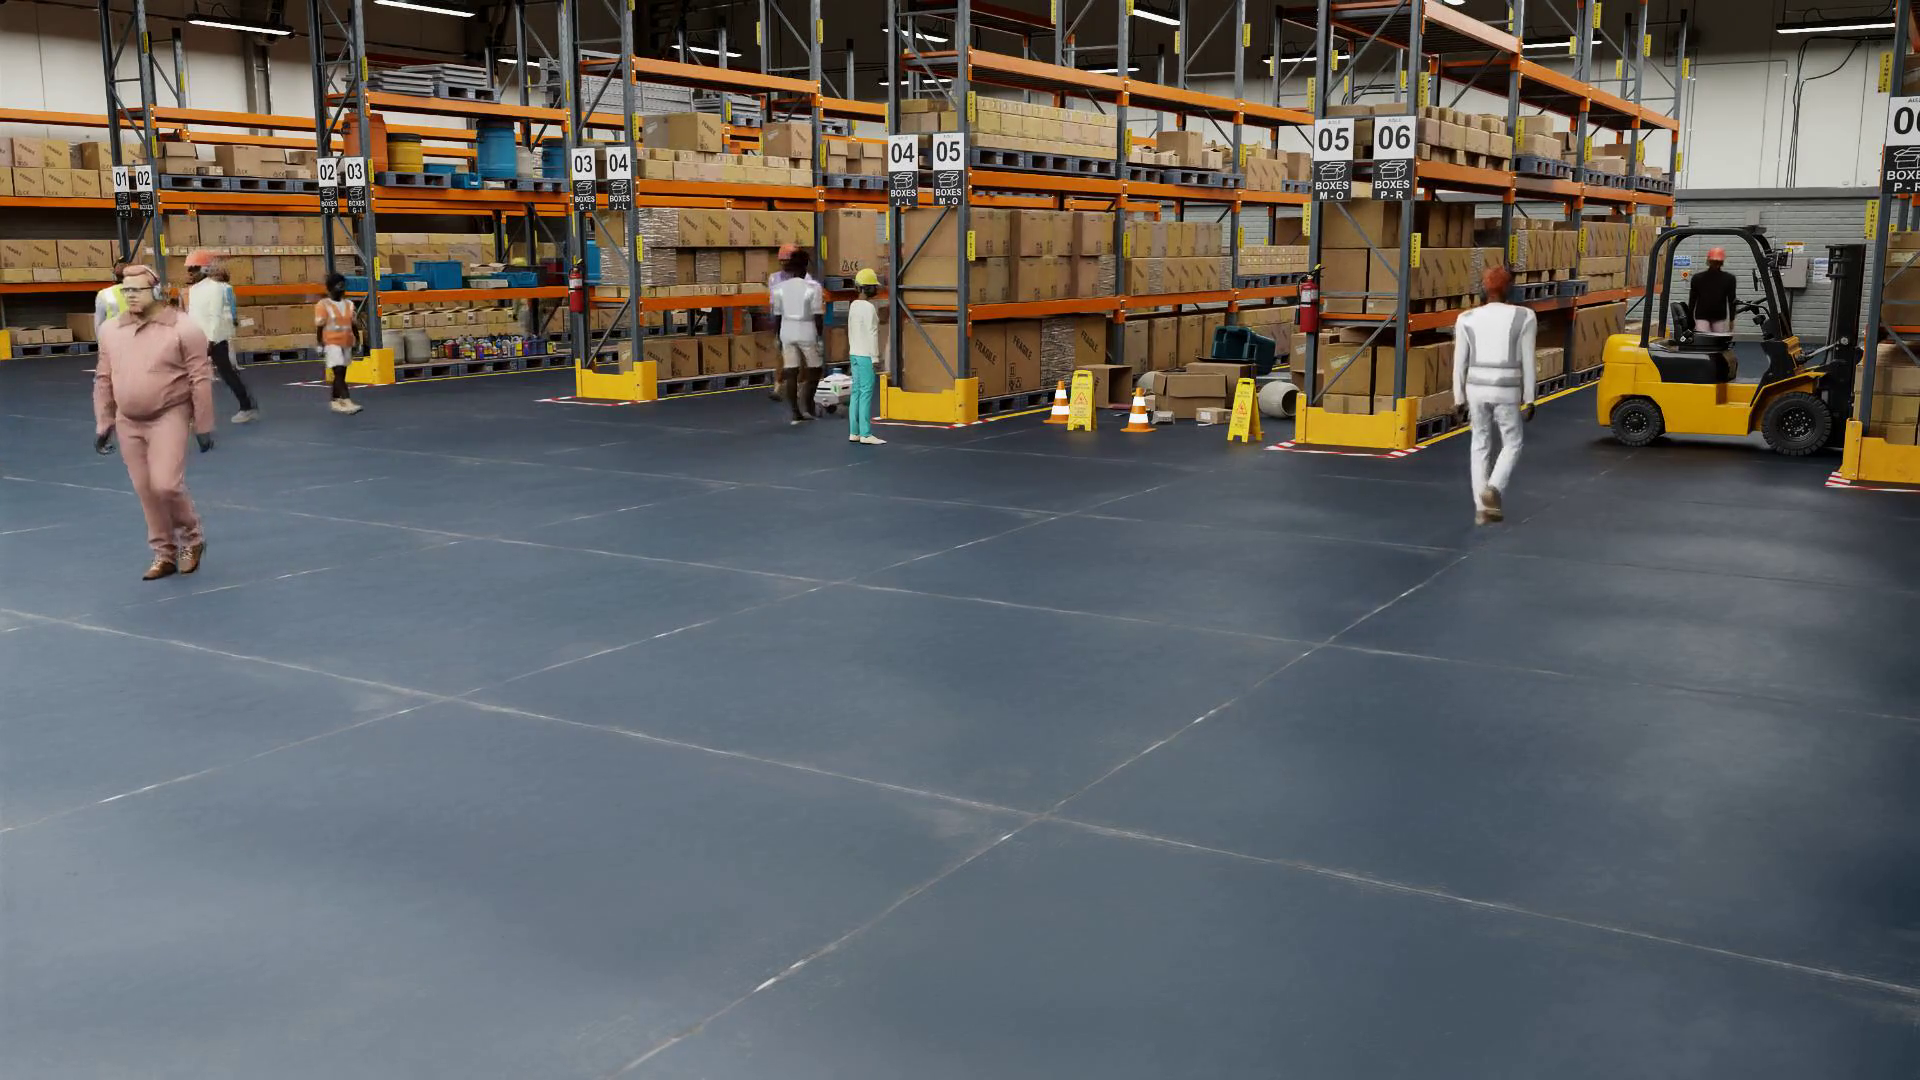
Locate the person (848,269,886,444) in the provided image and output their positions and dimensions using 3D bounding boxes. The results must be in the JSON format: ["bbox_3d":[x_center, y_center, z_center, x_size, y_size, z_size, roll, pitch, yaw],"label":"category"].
[{"bbox_3d":[-0.946,-1.850,16.821,0.314,1.767,0.534,-5,11,-27],"label":"person"}]

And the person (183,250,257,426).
[{"bbox_3d":[-8.349,-2.240,18.520,0.613,1.954,1.016,6,12,31],"label":"person"}]

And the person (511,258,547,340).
[{"bbox_3d":[-7.467,-4.001,28.861,0.406,1.780,0.665,10,14,44],"label":"person"}]

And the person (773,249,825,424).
[{"bbox_3d":[-1.771,-2.274,18.692,0.641,1.941,0.536,3,11,18],"label":"person"}]

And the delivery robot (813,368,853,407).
[{"bbox_3d":[-1.436,-1.770,19.502,0.477,0.478,0.707,4,11,23],"label":"delivery robot"}]

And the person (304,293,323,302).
[{"bbox_3d":[-12.030,-4.391,31.057,0.535,1.766,0.321,8,13,39],"label":"person"}]

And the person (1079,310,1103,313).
[{"bbox_3d":[2.389,-4.276,30.089,0.634,1.896,1.047,7,12,33],"label":"person"}]

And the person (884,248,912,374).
[{"bbox_3d":[-0.791,-3.351,24.702,0.629,1.940,1.007,9,14,42],"label":"person"}]

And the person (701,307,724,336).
[{"bbox_3d":[-3.787,-3.496,25.612,0.373,1.917,0.594,-4,11,-21],"label":"person"}]

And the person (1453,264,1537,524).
[{"bbox_3d":[3.804,-1.023,11.879,0.586,1.873,0.476,6,12,31],"label":"person"}]

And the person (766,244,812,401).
[{"bbox_3d":[-2.201,-2.767,21.302,0.640,1.995,1.001,2,10,14],"label":"person"}]

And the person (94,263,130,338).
[{"bbox_3d":[-9.170,-2.126,18.281,0.935,1.788,0.613,10,14,43],"label":"person"}]

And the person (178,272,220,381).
[{"bbox_3d":[-11.163,-3.130,24.348,0.514,1.639,0.310,1,10,6],"label":"person"}]

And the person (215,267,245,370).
[{"bbox_3d":[-11.714,-3.523,26.548,0.514,1.641,0.307,7,12,34],"label":"person"}]

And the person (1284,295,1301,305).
[{"bbox_3d":[7.262,-5.343,35.619,0.965,2.000,0.704,7,13,36],"label":"person"}]

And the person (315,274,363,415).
[{"bbox_3d":[-7.319,-2.311,19.702,0.789,1.654,0.549,6,12,31],"label":"person"}]

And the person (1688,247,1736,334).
[{"bbox_3d":[10.689,-3.180,23.678,0.635,1.975,0.756,4,11,21],"label":"person"}]

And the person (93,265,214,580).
[{"bbox_3d":[-4.863,-0.692,9.979,0.656,1.889,0.443,1,10,7],"label":"person"}]
